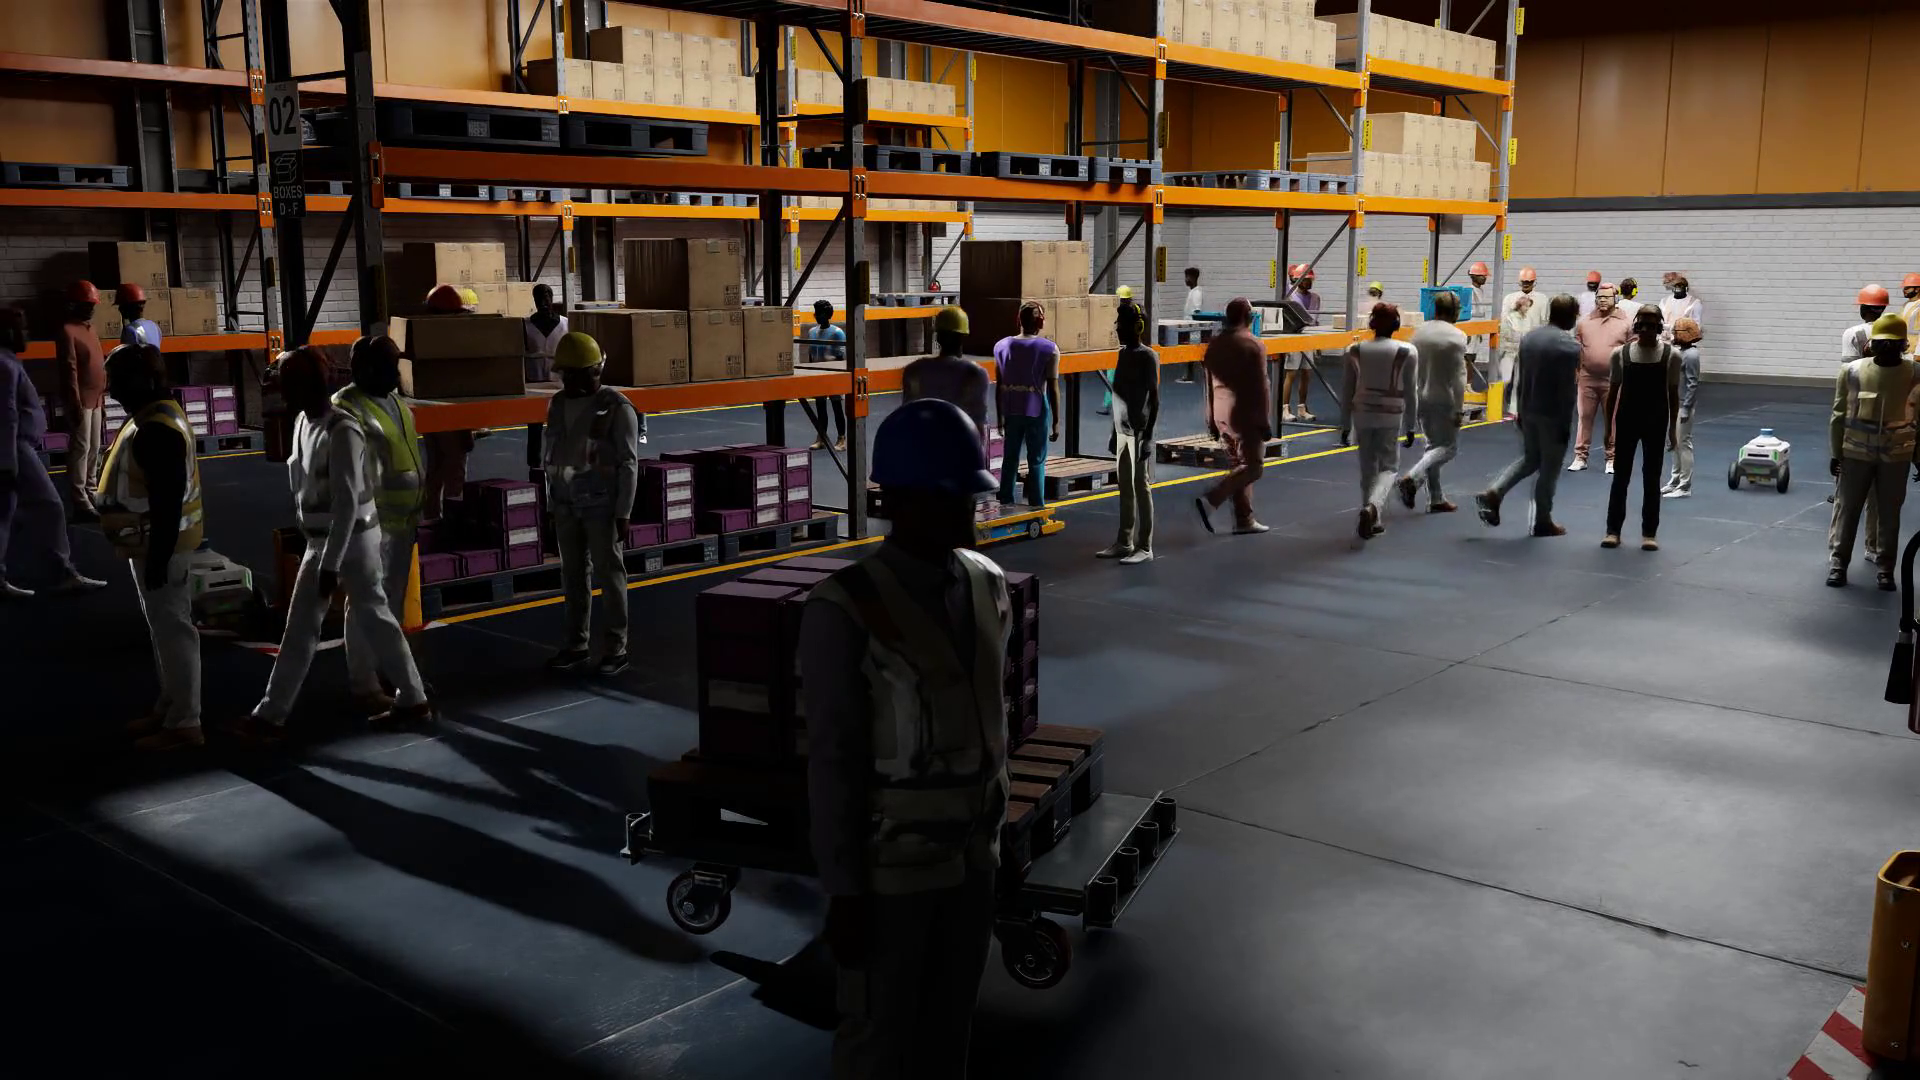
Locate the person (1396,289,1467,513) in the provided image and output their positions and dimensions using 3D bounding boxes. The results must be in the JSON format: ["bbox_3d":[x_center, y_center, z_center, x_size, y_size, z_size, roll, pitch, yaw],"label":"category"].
[{"bbox_3d":[3.963,-1.144,14.009,0.677,1.917,0.633,-5,11,-27],"label":"person"}]

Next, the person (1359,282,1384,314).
[{"bbox_3d":[6.459,-3.129,25.807,0.539,1.712,0.886,7,12,33],"label":"person"}]

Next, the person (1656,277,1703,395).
[{"bbox_3d":[10.167,-2.804,23.630,0.633,1.846,0.429,9,14,43],"label":"person"}]

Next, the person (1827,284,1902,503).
[{"bbox_3d":[7.931,-1.262,14.575,0.545,1.942,0.353,-1,10,-8],"label":"person"}]

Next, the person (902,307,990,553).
[{"bbox_3d":[-0.075,-0.533,10.603,0.594,1.879,0.970,2,10,12],"label":"person"}]

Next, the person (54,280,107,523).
[{"bbox_3d":[-7.232,-1.145,13.772,0.392,1.990,0.611,-1,10,-8],"label":"person"}]

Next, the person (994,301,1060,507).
[{"bbox_3d":[0.525,-0.963,13.175,0.560,1.836,0.380,5,11,26],"label":"person"}]

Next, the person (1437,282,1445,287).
[{"bbox_3d":[7.216,-3.035,25.233,0.492,1.742,0.320,5,11,25],"label":"person"}]

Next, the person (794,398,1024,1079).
[{"bbox_3d":[-0.083,0.667,3.574,0.388,1.947,0.610,8,13,38],"label":"person"}]

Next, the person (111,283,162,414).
[{"bbox_3d":[-7.501,-1.372,15.216,0.358,1.937,0.544,-1,10,-3],"label":"person"}]

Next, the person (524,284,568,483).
[{"bbox_3d":[-3.960,-1.489,15.936,0.597,1.916,0.371,-3,10,-16],"label":"person"}]

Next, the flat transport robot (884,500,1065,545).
[{"bbox_3d":[0.130,-0.119,12.819,0.652,0.197,1.431,8,13,38],"label":"flat transport robot"}]

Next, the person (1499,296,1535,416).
[{"bbox_3d":[7.490,-2.500,22.530,0.530,1.619,0.495,-2,10,-8],"label":"person"}]

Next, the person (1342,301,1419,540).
[{"bbox_3d":[3.192,-0.897,12.752,0.579,1.862,0.739,6,11,29],"label":"person"}]

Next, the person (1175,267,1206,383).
[{"bbox_3d":[3.937,-3.580,27.754,0.560,1.945,0.625,0,10,0],"label":"person"}]

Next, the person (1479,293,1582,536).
[{"bbox_3d":[4.465,-0.953,12.908,0.636,1.911,0.666,-4,11,-19],"label":"person"}]

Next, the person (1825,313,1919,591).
[{"bbox_3d":[6.077,-0.581,11.002,0.591,1.833,0.404,5,11,28],"label":"person"}]

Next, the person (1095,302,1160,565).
[{"bbox_3d":[1.223,-0.761,11.921,0.327,1.874,0.519,-5,11,-26],"label":"person"}]

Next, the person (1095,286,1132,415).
[{"bbox_3d":[2.137,-2.521,22.271,0.552,1.741,0.696,7,12,36],"label":"person"}]

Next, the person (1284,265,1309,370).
[{"bbox_3d":[6.180,-4.124,30.885,0.542,1.938,0.358,3,10,16],"label":"person"}]

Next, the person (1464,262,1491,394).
[{"bbox_3d":[7.728,-3.137,24.963,0.396,2.042,0.610,7,12,34],"label":"person"}]

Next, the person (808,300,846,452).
[{"bbox_3d":[-1.481,-1.820,18.474,0.533,1.690,0.322,8,13,37],"label":"person"}]

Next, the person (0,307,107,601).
[{"bbox_3d":[-5.951,-0.548,10.679,0.836,1.874,0.672,-8,13,-38],"label":"person"}]

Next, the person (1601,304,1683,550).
[{"bbox_3d":[5.100,-0.841,12.456,0.516,1.842,0.328,5,11,25],"label":"person"}]

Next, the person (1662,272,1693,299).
[{"bbox_3d":[11.874,-3.524,27.692,0.722,1.858,0.747,-7,12,-34],"label":"person"}]

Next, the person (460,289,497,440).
[{"bbox_3d":[-5.725,-2.004,19.253,0.610,1.794,0.922,6,11,29],"label":"person"}]

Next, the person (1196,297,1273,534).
[{"bbox_3d":[2.135,-0.947,12.972,0.682,1.875,0.670,-5,11,-26],"label":"person"}]

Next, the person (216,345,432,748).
[{"bbox_3d":[-2.872,0.034,7.508,0.983,1.824,0.637,-9,14,-42],"label":"person"}]

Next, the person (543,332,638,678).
[{"bbox_3d":[-1.971,-0.183,8.771,0.589,1.822,0.403,6,11,29],"label":"person"}]

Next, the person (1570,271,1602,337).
[{"bbox_3d":[9.924,-3.271,26.173,0.563,1.884,1.022,7,12,36],"label":"person"}]

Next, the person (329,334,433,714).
[{"bbox_3d":[-2.838,-0.085,8.162,0.429,1.839,0.633,2,10,9],"label":"person"}]

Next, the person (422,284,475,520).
[{"bbox_3d":[-3.702,-0.842,12.032,0.622,1.992,0.396,9,13,41],"label":"person"}]

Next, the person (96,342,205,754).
[{"bbox_3d":[-3.640,0.031,7.505,0.429,1.843,0.627,-6,11,-29],"label":"person"}]

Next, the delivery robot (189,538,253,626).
[{"bbox_3d":[-4.437,0.234,9.734,0.477,0.478,0.707,-10,14,-44],"label":"delivery robot"}]

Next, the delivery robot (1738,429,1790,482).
[{"bbox_3d":[7.557,-0.800,15.622,0.477,0.478,0.707,7,12,34],"label":"delivery robot"}]

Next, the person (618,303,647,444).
[{"bbox_3d":[-3.827,-1.912,19.189,0.498,1.626,0.289,0,10,2],"label":"person"}]

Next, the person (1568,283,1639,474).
[{"bbox_3d":[6.447,-1.621,16.720,0.651,1.907,0.409,6,12,33],"label":"person"}]

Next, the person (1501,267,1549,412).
[{"bbox_3d":[7.727,-2.733,22.808,0.649,1.992,0.403,3,10,17],"label":"person"}]

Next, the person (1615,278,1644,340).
[{"bbox_3d":[8.629,-2.466,21.635,0.514,1.871,0.327,8,13,38],"label":"person"}]

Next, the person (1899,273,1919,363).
[{"bbox_3d":[12.134,-2.439,21.286,0.359,1.938,0.547,0,10,-2],"label":"person"}]

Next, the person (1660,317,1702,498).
[{"bbox_3d":[6.518,-1.193,15.057,0.277,1.633,0.507,1,10,7],"label":"person"}]

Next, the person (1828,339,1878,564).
[{"bbox_3d":[6.482,-0.638,11.879,0.514,1.641,0.307,2,10,9],"label":"person"}]

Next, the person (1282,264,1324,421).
[{"bbox_3d":[4.464,-2.569,21.731,0.643,2.042,0.386,-5,11,-26],"label":"person"}]

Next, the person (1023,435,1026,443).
[{"bbox_3d":[0.655,-2.093,19.316,0.636,1.939,0.362,4,11,22],"label":"person"}]
